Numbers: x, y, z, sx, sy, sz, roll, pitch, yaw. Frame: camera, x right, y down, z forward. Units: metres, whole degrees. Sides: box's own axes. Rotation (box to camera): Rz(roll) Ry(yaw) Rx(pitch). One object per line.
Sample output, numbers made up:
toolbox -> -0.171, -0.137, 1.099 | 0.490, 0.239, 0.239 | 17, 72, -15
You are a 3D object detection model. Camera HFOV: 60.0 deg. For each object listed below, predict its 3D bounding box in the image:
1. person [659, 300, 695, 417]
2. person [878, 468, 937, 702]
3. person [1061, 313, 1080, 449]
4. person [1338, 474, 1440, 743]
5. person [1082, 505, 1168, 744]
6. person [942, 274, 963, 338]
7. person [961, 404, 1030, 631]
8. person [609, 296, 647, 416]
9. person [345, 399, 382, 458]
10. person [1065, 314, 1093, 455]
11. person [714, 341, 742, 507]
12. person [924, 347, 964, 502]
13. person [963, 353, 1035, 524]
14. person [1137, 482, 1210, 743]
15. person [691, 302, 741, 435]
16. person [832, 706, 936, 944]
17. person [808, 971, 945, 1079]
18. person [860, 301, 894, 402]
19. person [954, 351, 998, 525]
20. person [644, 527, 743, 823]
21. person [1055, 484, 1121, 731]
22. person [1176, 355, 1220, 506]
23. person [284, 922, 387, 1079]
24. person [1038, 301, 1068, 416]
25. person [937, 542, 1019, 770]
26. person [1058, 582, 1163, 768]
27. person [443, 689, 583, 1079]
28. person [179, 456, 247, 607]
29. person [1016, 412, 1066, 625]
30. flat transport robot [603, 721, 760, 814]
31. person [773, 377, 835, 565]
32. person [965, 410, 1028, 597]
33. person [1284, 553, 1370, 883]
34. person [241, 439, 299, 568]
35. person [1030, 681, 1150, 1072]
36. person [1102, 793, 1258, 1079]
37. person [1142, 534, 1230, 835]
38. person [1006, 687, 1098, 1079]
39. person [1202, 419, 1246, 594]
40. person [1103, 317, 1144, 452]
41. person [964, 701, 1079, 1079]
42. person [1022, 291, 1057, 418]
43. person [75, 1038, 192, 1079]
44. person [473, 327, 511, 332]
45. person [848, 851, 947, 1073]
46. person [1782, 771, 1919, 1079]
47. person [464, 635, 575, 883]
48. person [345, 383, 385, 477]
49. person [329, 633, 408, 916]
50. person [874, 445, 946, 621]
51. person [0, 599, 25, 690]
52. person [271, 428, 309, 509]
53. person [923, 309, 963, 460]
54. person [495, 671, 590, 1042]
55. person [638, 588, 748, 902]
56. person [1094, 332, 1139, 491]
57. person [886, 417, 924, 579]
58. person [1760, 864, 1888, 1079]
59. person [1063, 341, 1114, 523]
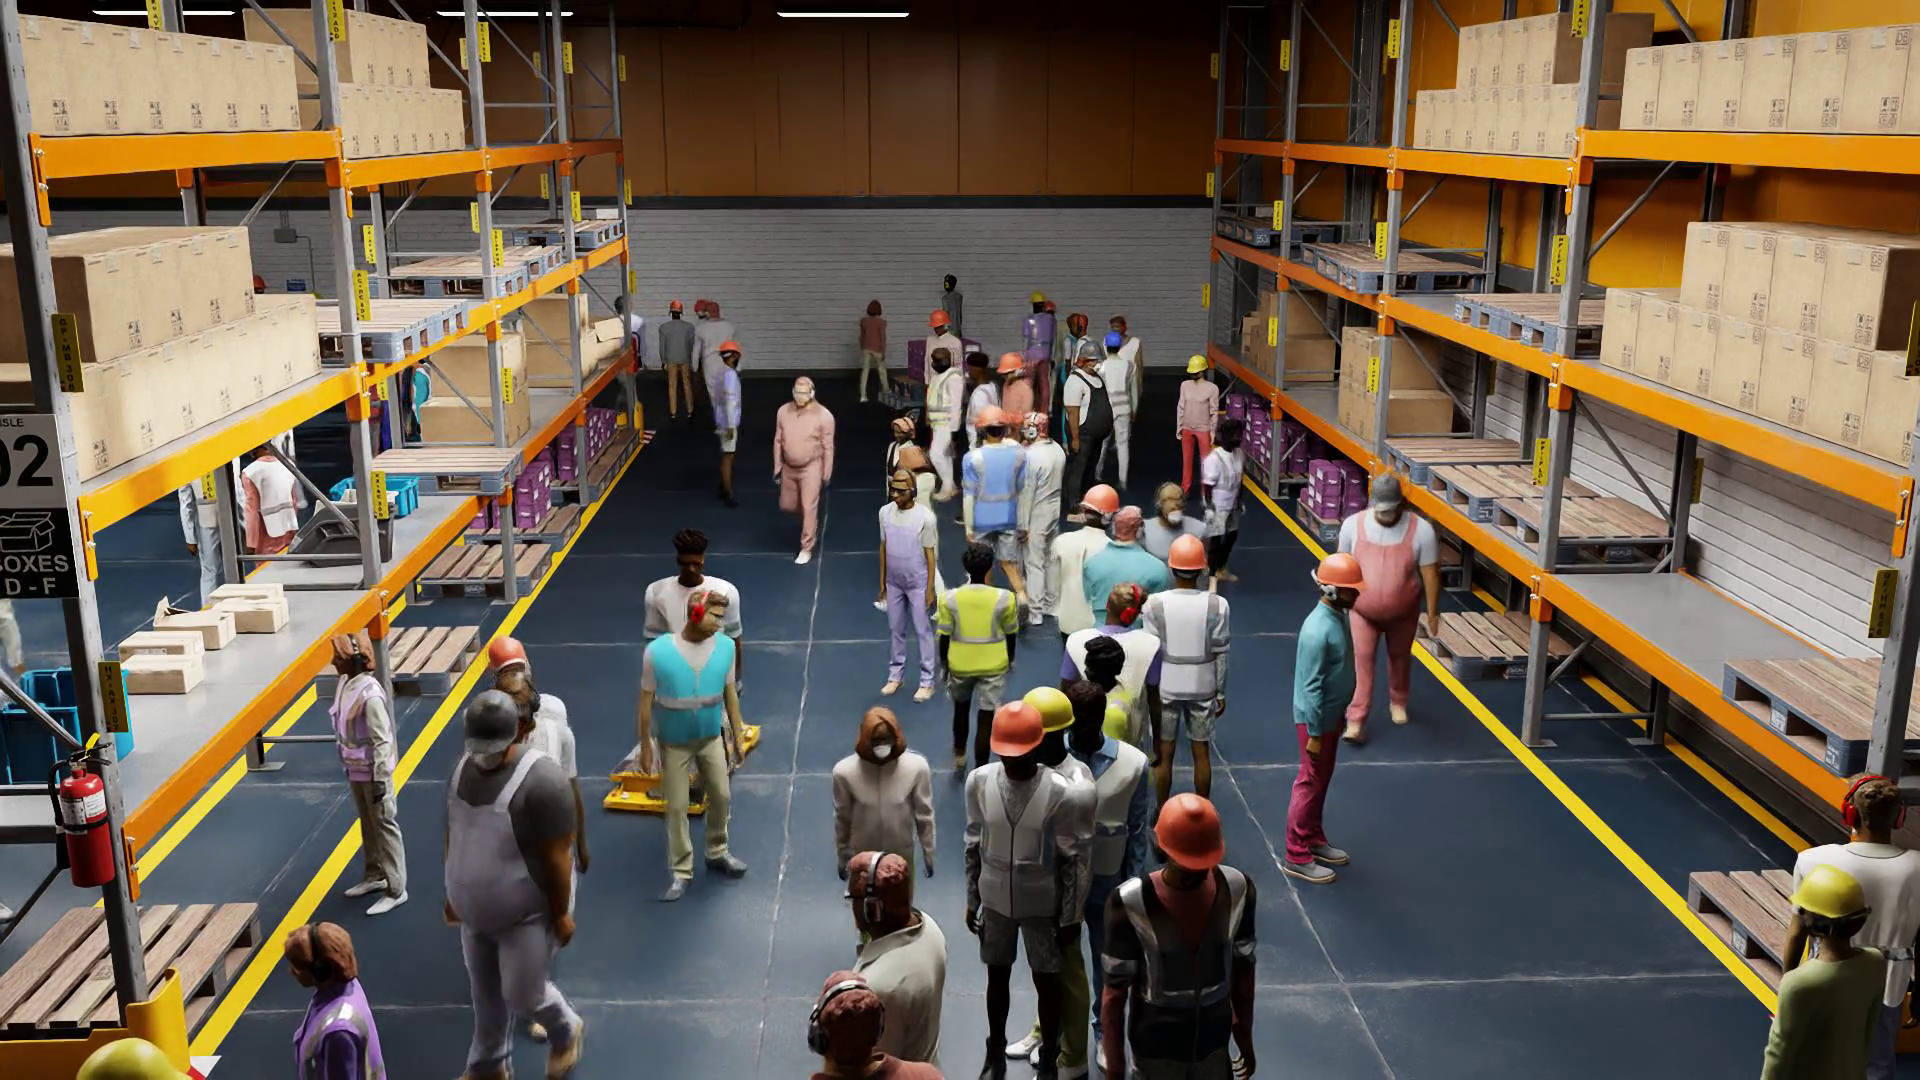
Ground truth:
person -> -4.221, -2.714, 24.945 | 0.561, 1.752, 0.324 | -3, 15, -12
person -> -0.408, 0.339, 12.805 | 0.502, 1.837, 0.350 | 8, 16, 28
person -> 1.546, -2.144, 22.524 | 0.345, 1.847, 0.506 | 5, 15, 18
person -> 3.077, 0.433, 12.018 | 0.752, 2.000, 1.052 | 5, 15, 19
person -> 1.112, 0.686, 11.385 | 0.645, 1.858, 0.942 | 9, 17, 31
person -> -0.154, -3.489, 27.756 | 0.335, 1.873, 0.519 | 11, 18, 37
person -> 0.338, -0.155, 14.401 | 0.612, 2.016, 0.768 | -5, 15, -19
person -> -4.938, -2.609, 24.267 | 1.003, 1.882, 0.651 | 13, 19, 42
person -> -7.570, -1.869, 21.173 | 0.618, 1.986, 0.408 | 3, 15, 13
person -> 1.621, -2.069, 22.175 | 0.369, 1.878, 0.588 | 3, 15, 13
person -> -2.659, -1.344, 19.328 | 0.375, 1.890, 0.706 | -4, 15, -17
person -> -0.213, -1.345, 19.439 | 0.477, 1.822, 0.646 | -5, 15, -20
person -> 0.514, -1.062, 18.082 | 1.011, 1.937, 0.629 | -7, 16, -27
person -> 1.478, 0.498, 11.993 | 0.637, 1.923, 0.508 | -4, 15, -17
person -> -3.515, -2.462, 23.729 | 0.648, 1.862, 0.908 | -8, 16, -28
person -> -0.387, 1.563, 8.447 | 0.521, 1.607, 0.716 | -1, 14, -5
person -> -0.336, 2.238, 5.199 | 0.638, 1.911, 0.402 | -7, 16, -27
person -> -1.356, -3.005, 26.413 | 0.516, 1.582, 0.867 | 7, 16, 27
person -> 0.298, -1.110, 18.248 | 0.649, 1.948, 0.612 | 4, 15, 15
person -> -1.682, 0.859, 10.523 | 0.615, 1.957, 0.377 | 0, 14, 1
person -> 0.929, 0.582, 11.582 | 0.606, 1.966, 0.509 | 9, 17, 30
person -> 2.737, -1.270, 19.271 | 0.523, 1.760, 0.327 | 10, 17, 34
person -> -2.245, 2.152, 6.092 | 0.314, 1.631, 0.524 | -6, 15, -22
person -> 1.318, -2.771, 25.242 | 0.583, 1.700, 0.901 | -3, 15, -11
person -> 0.134, 0.824, 11.218 | 0.537, 1.664, 0.755 | 2, 14, 9
person -> 0.839, 1.136, 9.722 | 0.696, 1.803, 0.535 | 2, 14, 7
person -> -2.047, 1.591, 7.475 | 0.733, 2.000, 0.571 | 9, 17, 33
person -> -6.440, -0.100, 14.389 | 0.409, 1.907, 0.598 | 8, 17, 30
person -> 0.680, -0.195, 14.770 | 0.399, 1.900, 0.644 | 8, 17, 30
flat transport robot -> -1.880, 1.494, 11.384 | 0.652, 0.197, 1.431 | 2, 14, 9
person -> -1.569, -0.729, 16.869 | 0.661, 1.890, 0.640 | 6, 16, 23
person -> 0.360, -0.279, 15.253 | 0.933, 1.837, 0.588 | -7, 16, -26
person -> 2.159, 1.034, 9.786 | 0.408, 1.987, 0.607 | 6, 16, 23
person -> -5.856, -0.050, 14.188 | 0.402, 1.908, 0.598 | 4, 15, 14
person -> 0.580, 1.562, 7.832 | 0.597, 1.916, 0.378 | 2, 14, 9
person -> 0.846, 1.896, 6.300 | 0.613, 2.033, 0.410 | -4, 15, -15
person -> 1.392, 0.910, 10.341 | 0.544, 1.943, 0.347 | 1, 14, 6
person -> 0.417, 1.592, 7.715 | 0.396, 1.920, 0.586 | -6, 15, -22
person -> 2.500, -0.326, 15.722 | 0.355, 1.678, 0.739 | 12, 18, 39
person -> 2.215, -2.103, 22.447 | 0.645, 1.812, 0.642 | 6, 15, 22
person -> 0.267, 1.637, 7.526 | 0.543, 1.929, 0.386 | 5, 15, 18
person -> 1.158, -2.718, 24.650 | 0.618, 1.918, 0.394 | -10, 17, -34
person -> -2.335, 2.326, 4.813 | 0.374, 1.928, 0.584 | -8, 17, -30
person -> -6.661, -2.438, 23.760 | 0.601, 1.812, 0.689 | -6, 15, -22
person -> -0.269, 2.028, 6.058 | 0.402, 1.896, 0.652 | 3, 15, 12
person -> 3.681, 1.855, 6.852 | 0.560, 1.836, 0.394 | 4, 15, 15
person -> -2.380, 1.346, 9.100 | 0.584, 1.698, 0.902 | -1, 14, -2
person -> -7.048, -1.426, 19.753 | 0.432, 1.835, 0.631 | 2, 14, 9
person -> -3.347, 1.305, 9.395 | 0.315, 1.640, 0.515 | -11, 18, -36
person -> -0.402, -0.069, 14.897 | 0.505, 1.589, 0.839 | -13, 20, -42
person -> -6.428, 0.837, 10.675 | 0.661, 1.916, 0.728 | -3, 15, -13
person -> -7.726, -1.201, 18.823 | 0.481, 1.876, 0.590 | 1, 14, 3
person -> -0.243, -2.034, 21.814 | 0.609, 1.985, 0.398 | 12, 19, 39
person -> -2.136, 1.495, 8.287 | 0.523, 1.814, 0.802 | -7, 16, -25
person -> -1.554, 1.160, 9.631 | 0.667, 1.812, 0.383 | -8, 17, -30
person -> 1.873, -1.576, 20.220 | 0.634, 1.892, 1.030 | -2, 14, -6
person -> -0.525, -0.376, 16.015 | 0.311, 1.632, 0.516 | -11, 18, -37
person -> 3.185, 2.051, 6.226 | 0.525, 1.762, 0.339 | -6, 16, -24
person -> 1.439, -1.210, 18.471 | 0.535, 2.000, 0.681 | 8, 16, 28
